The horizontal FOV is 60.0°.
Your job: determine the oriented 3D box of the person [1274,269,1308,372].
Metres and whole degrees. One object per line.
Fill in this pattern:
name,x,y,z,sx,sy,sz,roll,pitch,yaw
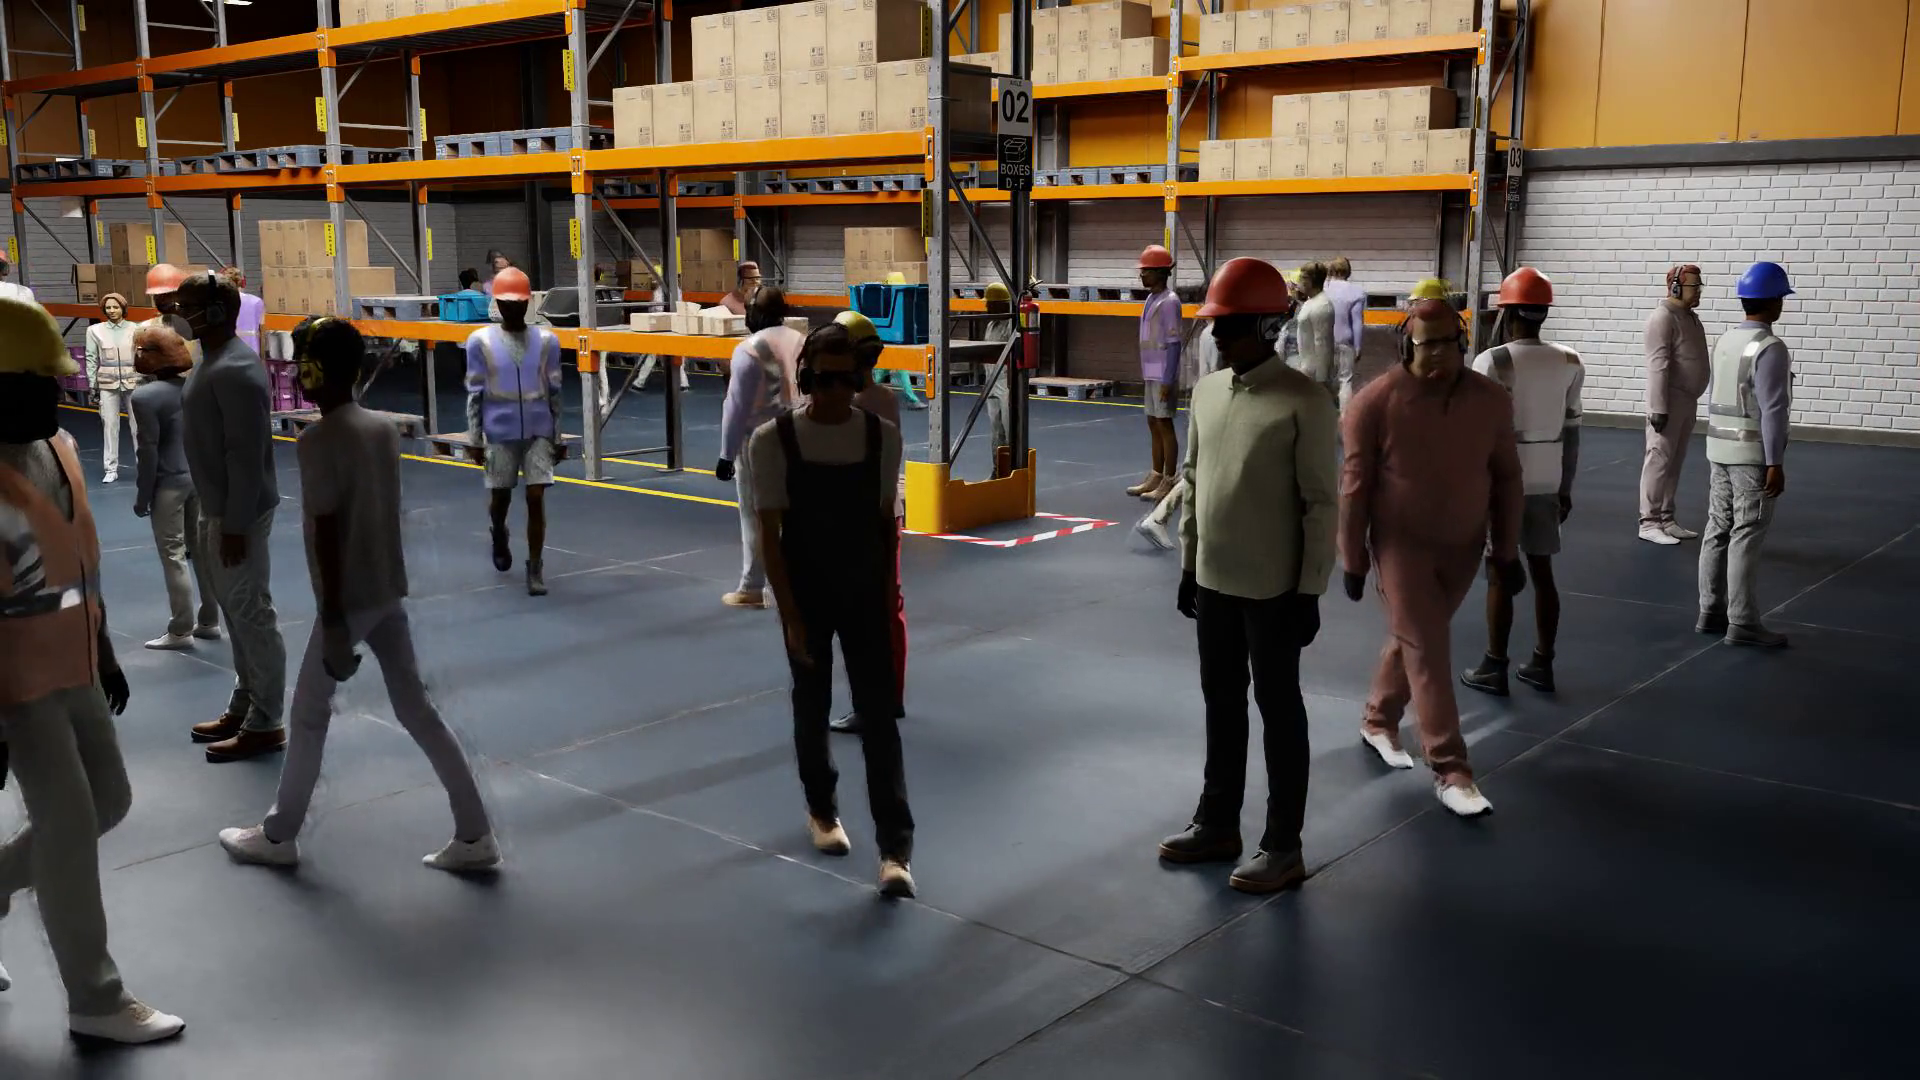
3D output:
person,3.681,-2.013,17.941,0.668,1.795,0.598,4,11,24

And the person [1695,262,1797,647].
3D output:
person,4.031,-0.435,8.513,0.379,1.951,0.606,-1,10,-4

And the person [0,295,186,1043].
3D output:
person,-2.364,0.337,4.221,0.677,1.909,0.633,0,10,-2

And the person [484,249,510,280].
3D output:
person,-6.896,-3.379,25.019,0.537,2.000,0.725,2,10,11

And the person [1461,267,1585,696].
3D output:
person,2.529,-0.261,7.563,0.551,1.934,0.373,-2,10,-14

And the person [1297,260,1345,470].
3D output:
person,3.152,-1.454,14.382,0.676,1.925,0.626,2,10,11

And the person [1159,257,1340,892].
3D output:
person,0.905,0.111,5.279,0.397,1.992,0.623,-7,12,-34

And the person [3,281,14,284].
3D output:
person,-13.315,-2.997,23.282,0.561,1.896,0.825,0,10,1

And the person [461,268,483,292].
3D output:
person,-9.326,-4.384,31.901,0.507,1.633,0.277,-9,13,-41

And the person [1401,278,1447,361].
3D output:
person,3.716,-1.195,13.331,0.929,1.785,0.608,1,10,5

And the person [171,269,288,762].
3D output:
person,-2.914,-0.099,6.635,0.372,1.940,0.630,-6,12,-32

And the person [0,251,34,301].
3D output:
person,-8.965,-1.715,15.571,0.609,2.032,0.407,-8,13,-38

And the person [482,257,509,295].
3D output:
person,-6.177,-2.867,22.508,0.669,1.898,0.506,1,10,4

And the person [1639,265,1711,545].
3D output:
person,4.935,-0.931,11.463,0.409,1.907,0.651,9,13,41

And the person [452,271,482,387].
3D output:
person,-7.153,-3.071,24.248,0.532,1.696,0.319,-6,11,-29

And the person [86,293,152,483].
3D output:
person,-7.253,-1.311,14.390,0.522,1.638,0.309,-4,11,-24

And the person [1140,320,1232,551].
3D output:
person,1.662,-0.815,10.997,0.906,1.837,0.534,0,10,1

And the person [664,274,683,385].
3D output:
person,-4.138,-3.118,23.881,0.380,1.918,0.596,0,10,0

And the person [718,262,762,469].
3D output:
person,-1.912,-1.592,15.276,0.644,1.900,0.395,-9,13,-41

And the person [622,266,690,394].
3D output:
person,-4.203,-2.904,23.068,0.944,1.772,0.602,1,10,5

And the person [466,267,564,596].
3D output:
person,-2.623,-0.649,9.842,0.546,1.922,0.655,-4,11,-22

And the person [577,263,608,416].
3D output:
person,-4.390,-2.412,20.043,0.401,1.855,0.522,9,13,41

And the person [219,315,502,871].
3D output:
person,-1.944,0.190,5.348,1.006,1.817,0.545,3,10,16

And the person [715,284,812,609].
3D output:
person,-1.057,-0.505,9.260,0.577,1.829,0.652,6,12,31

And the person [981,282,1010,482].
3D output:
person,0.334,-1.267,13.847,0.313,1.741,0.487,-5,11,-27

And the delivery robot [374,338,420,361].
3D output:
delivery robot,-9.587,-3.264,28.327,0.707,0.478,0.477,1,10,5

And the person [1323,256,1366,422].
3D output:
person,4.139,-2.146,18.320,0.636,1.932,0.381,5,11,27

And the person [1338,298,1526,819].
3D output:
person,1.736,0.035,6.149,0.626,1.843,1.016,-3,10,-15

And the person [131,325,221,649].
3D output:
person,-3.988,-0.265,8.437,0.277,1.636,0.507,2,10,13

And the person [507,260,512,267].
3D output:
person,-7.828,-3.936,28.802,0.659,1.823,0.445,-4,11,-21

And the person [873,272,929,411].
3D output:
person,-0.809,-2.479,20.803,0.903,1.720,0.535,2,10,13

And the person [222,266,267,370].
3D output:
person,-7.265,-1.832,16.794,0.382,1.840,0.581,8,13,39

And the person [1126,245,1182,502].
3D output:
person,1.571,-1.325,13.317,0.394,2.044,0.609,-2,10,-10

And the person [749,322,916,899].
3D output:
person,-0.398,0.219,5.235,0.495,1.787,0.994,-2,10,-14

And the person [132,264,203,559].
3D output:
person,-5.044,-0.812,10.744,0.579,1.919,0.496,0,10,-3

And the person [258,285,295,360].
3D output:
person,-8.793,-2.674,21.464,0.597,1.883,0.390,3,10,16

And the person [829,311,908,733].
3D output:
person,-0.414,-0.069,6.964,0.329,1.765,0.526,4,11,22
